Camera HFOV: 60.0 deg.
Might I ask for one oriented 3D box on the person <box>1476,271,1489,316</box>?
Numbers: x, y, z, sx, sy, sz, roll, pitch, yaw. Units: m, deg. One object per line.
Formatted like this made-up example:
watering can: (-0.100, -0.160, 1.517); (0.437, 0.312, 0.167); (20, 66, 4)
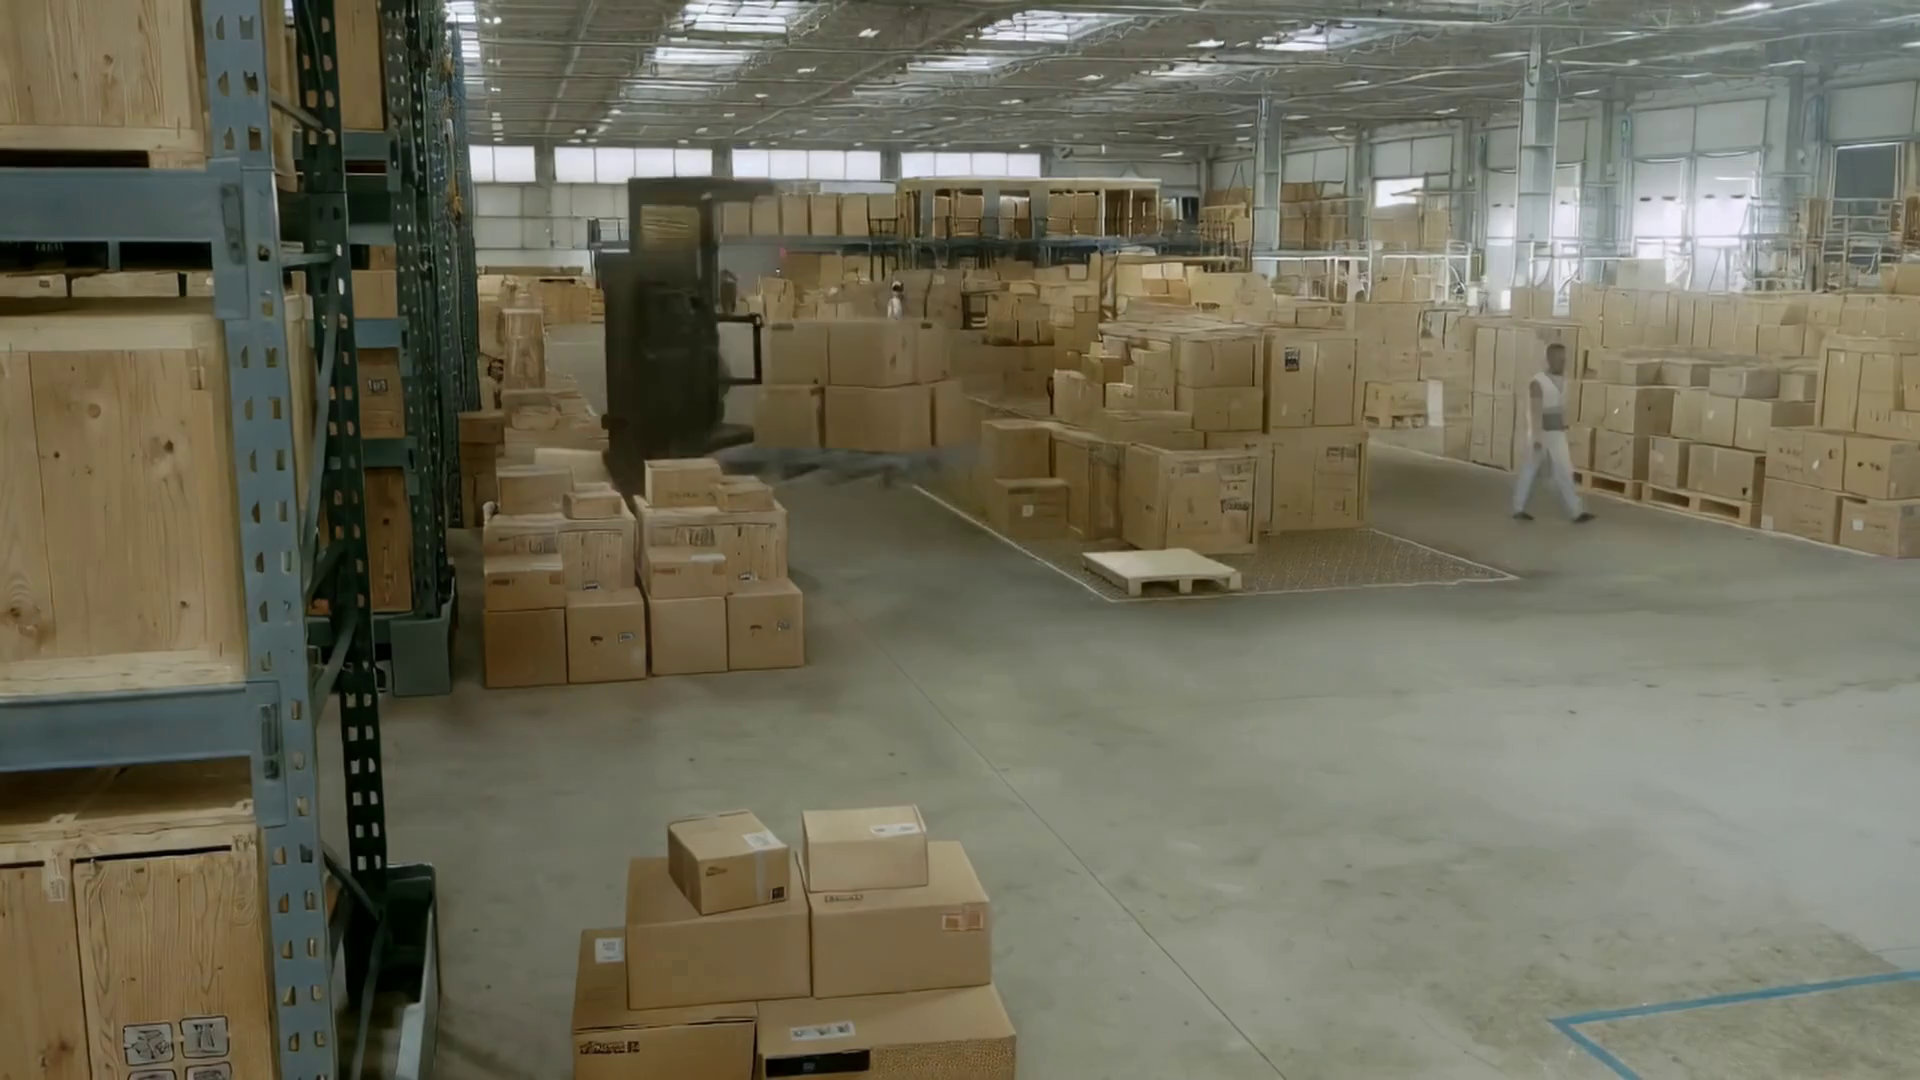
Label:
person: (21.233, -9.984, 67.524); (0.535, 1.896, 0.988); (0, 10, 0)

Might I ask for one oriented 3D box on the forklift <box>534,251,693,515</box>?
forklift: (-2.776, -1.166, 14.776); (1.873, 2.768, 1.129); (5, 11, 25)

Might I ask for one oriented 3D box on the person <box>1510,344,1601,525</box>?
person: (6.122, -1.075, 17.126); (0.621, 1.865, 0.996); (-6, 12, -31)

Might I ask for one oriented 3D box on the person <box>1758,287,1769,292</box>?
person: (18.908, -5.035, 39.418); (0.392, 1.926, 0.643); (4, 11, 23)

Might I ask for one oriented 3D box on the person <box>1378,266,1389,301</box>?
person: (19.833, -11.771, 77.453); (0.977, 1.946, 0.649); (2, 10, 10)

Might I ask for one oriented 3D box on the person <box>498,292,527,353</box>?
person: (-9.353, -4.215, 34.747); (0.648, 1.934, 0.469); (7, 12, 33)

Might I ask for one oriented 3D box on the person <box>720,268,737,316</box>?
person: (-9.220, -9.824, 66.179); (0.677, 2.000, 0.945); (0, 10, 0)

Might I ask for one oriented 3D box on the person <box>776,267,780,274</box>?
person: (-8.146, -11.257, 74.611); (0.593, 1.928, 0.362); (4, 11, 20)

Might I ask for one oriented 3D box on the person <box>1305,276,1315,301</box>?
person: (14.314, -9.918, 67.776); (0.757, 1.673, 0.541); (-5, 11, -25)

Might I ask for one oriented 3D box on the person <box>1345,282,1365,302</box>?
person: (11.515, -6.593, 48.448); (0.627, 1.844, 0.429); (-2, 10, -9)

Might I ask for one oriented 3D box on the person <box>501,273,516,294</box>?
person: (-16.057, -8.536, 59.175); (0.549, 1.936, 0.377); (1, 10, 8)

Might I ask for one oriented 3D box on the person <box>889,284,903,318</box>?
person: (-1.581, -5.363, 41.211); (0.373, 1.939, 0.545); (-3, 10, -15)

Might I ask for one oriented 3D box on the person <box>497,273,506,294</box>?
person: (-17.588, -9.390, 64.326); (0.591, 1.835, 0.970); (-2, 10, -10)

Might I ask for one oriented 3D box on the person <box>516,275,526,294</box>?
person: (-18.043, -10.071, 68.484); (0.520, 1.716, 0.895); (2, 10, 11)

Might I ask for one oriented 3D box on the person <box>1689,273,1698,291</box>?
person: (23.985, -7.761, 54.635); (0.399, 1.989, 0.623); (1, 10, 6)

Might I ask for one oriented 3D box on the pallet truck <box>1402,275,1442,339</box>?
pallet truck: (14.620, -7.324, 52.145); (0.823, 1.965, 1.885); (8, 13, 40)

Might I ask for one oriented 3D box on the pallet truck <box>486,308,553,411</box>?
pallet truck: (-6.242, -2.418, 24.362); (0.823, 1.965, 1.885); (1, 10, 3)

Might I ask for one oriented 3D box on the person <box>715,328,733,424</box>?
person: (-3.660, -2.318, 24.718); (0.557, 1.656, 0.819); (0, 10, 0)

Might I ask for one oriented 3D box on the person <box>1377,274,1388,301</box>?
person: (17.037, -9.825, 66.985); (0.555, 1.748, 0.390); (-5, 11, -25)

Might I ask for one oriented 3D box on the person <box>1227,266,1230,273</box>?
person: (12.676, -12.033, 78.947); (0.602, 1.950, 0.380); (3, 10, 16)

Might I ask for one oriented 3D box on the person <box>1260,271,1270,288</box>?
person: (12.587, -10.263, 69.279); (0.549, 1.821, 0.654); (-9, 13, -40)

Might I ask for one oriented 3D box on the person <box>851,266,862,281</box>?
person: (-4.475, -10.709, 71.216); (0.390, 2.034, 0.605); (9, 13, 40)
